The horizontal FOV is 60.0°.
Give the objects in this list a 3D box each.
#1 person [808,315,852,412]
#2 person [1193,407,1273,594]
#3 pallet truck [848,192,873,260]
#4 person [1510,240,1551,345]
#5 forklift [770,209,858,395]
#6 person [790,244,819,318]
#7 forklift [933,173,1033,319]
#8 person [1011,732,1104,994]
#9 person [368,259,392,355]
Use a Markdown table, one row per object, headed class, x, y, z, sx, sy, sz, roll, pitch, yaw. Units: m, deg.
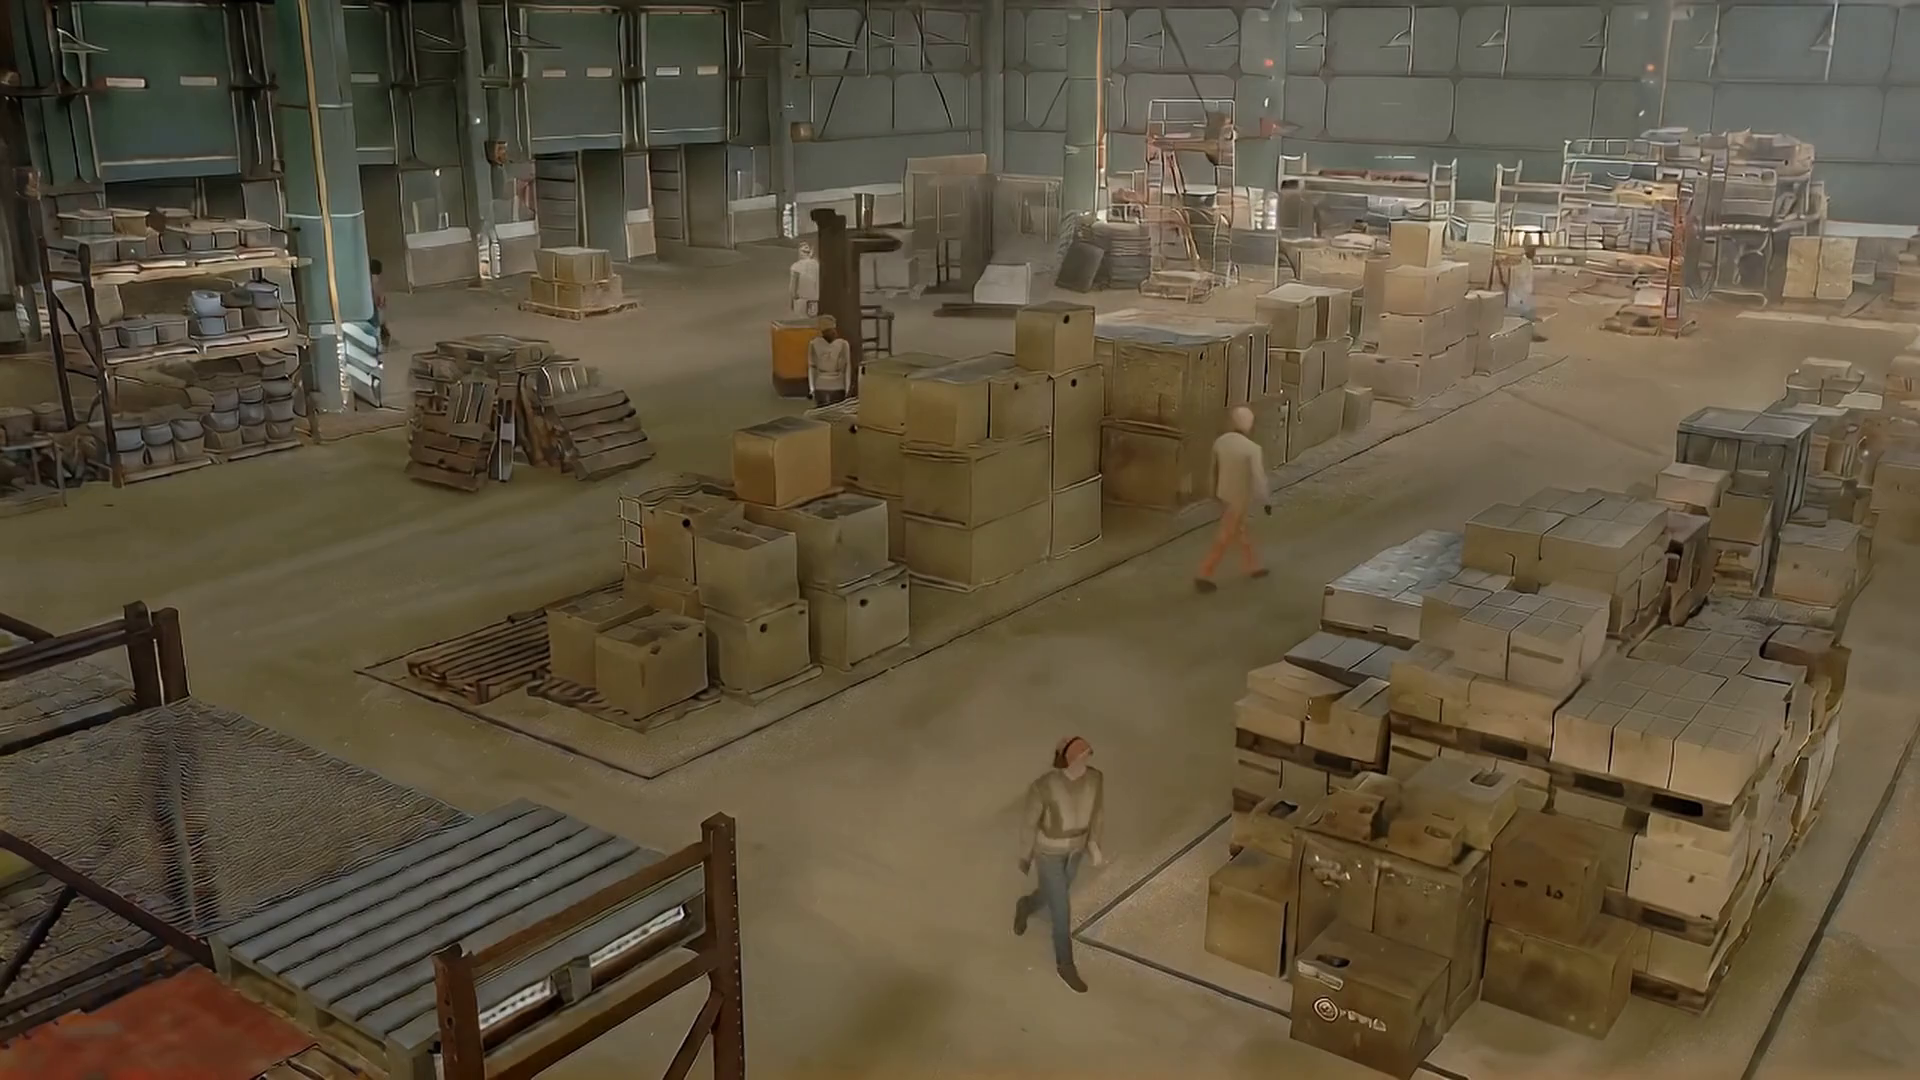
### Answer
| class | x | y | z | sx | sy | sz | roll | pitch | yaw |
| --- | --- | --- | --- | --- | --- | --- | --- | --- | --- |
| person | -1.741 | -2.052 | 22.192 | 0.594 | 1.924 | 0.378 | 2 | 17 | 8 |
| person | 2.761 | -0.408 | 16.833 | 1.032 | 1.898 | 0.646 | -8 | 19 | -25 |
| pallet truck | -1.936 | -7.159 | 38.982 | 1.885 | 1.965 | 0.823 | -12 | 21 | -34 |
| person | 10.463 | -4.528 | 30.429 | 0.929 | 1.893 | 0.569 | 6 | 18 | 19 |
| forklift | -2.039 | -3.792 | 26.331 | 1.873 | 2.768 | 1.129 | -4 | 17 | -13 |
| person | -2.729 | -4.286 | 29.603 | 0.632 | 1.928 | 0.390 | -9 | 19 | -27 |
| forklift | 0.484 | -5.929 | 33.408 | 1.873 | 2.768 | 1.129 | 3 | 17 | 10 |
| person | 0.554 | 1.822 | 9.947 | 0.523 | 1.597 | 0.774 | -11 | 20 | -31 |
| person | -10.309 | -4.121 | 29.459 | 0.363 | 1.688 | 0.538 | -12 | 21 | -35 |
